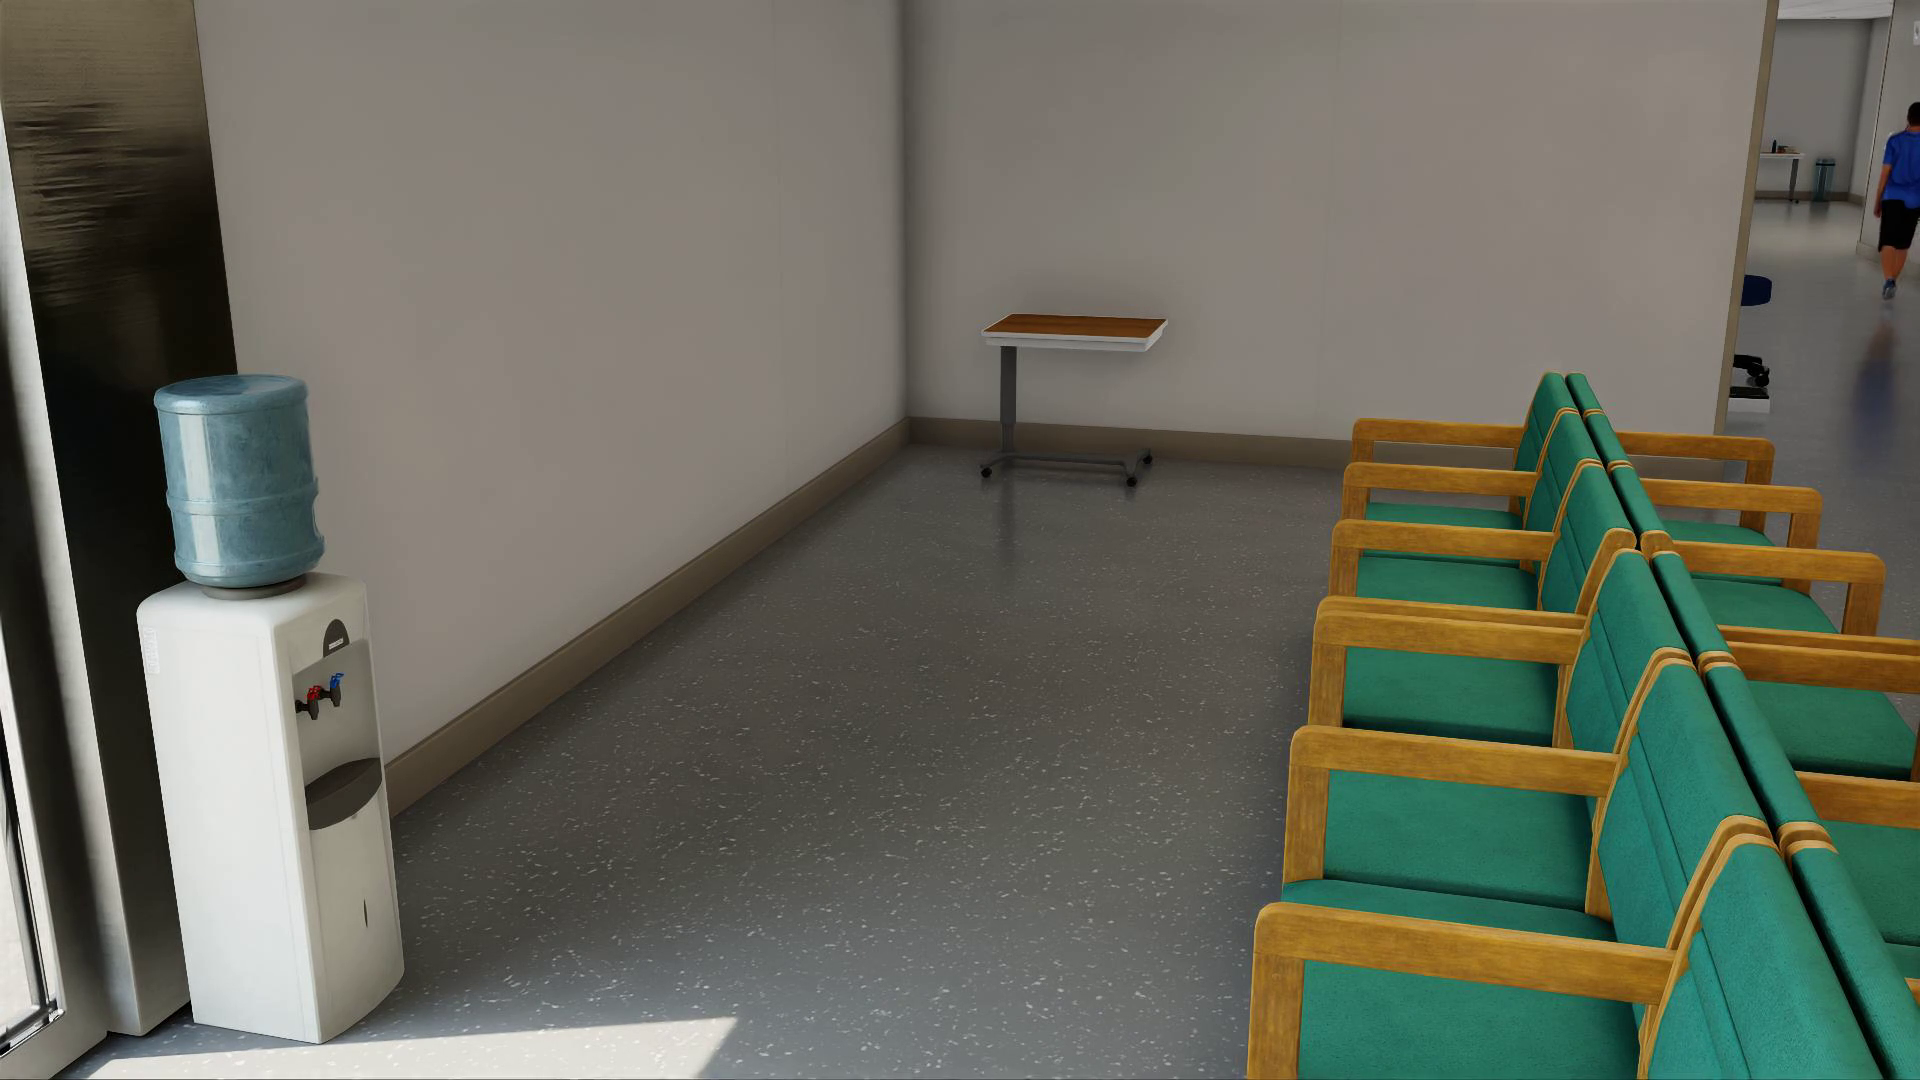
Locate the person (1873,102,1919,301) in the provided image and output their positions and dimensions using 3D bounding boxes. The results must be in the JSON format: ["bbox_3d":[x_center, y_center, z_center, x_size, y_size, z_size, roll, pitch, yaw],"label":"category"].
[{"bbox_3d":[8.911,-3.162,15.729,1.186,1.831,0.791,6,17,21],"label":"person"}]
